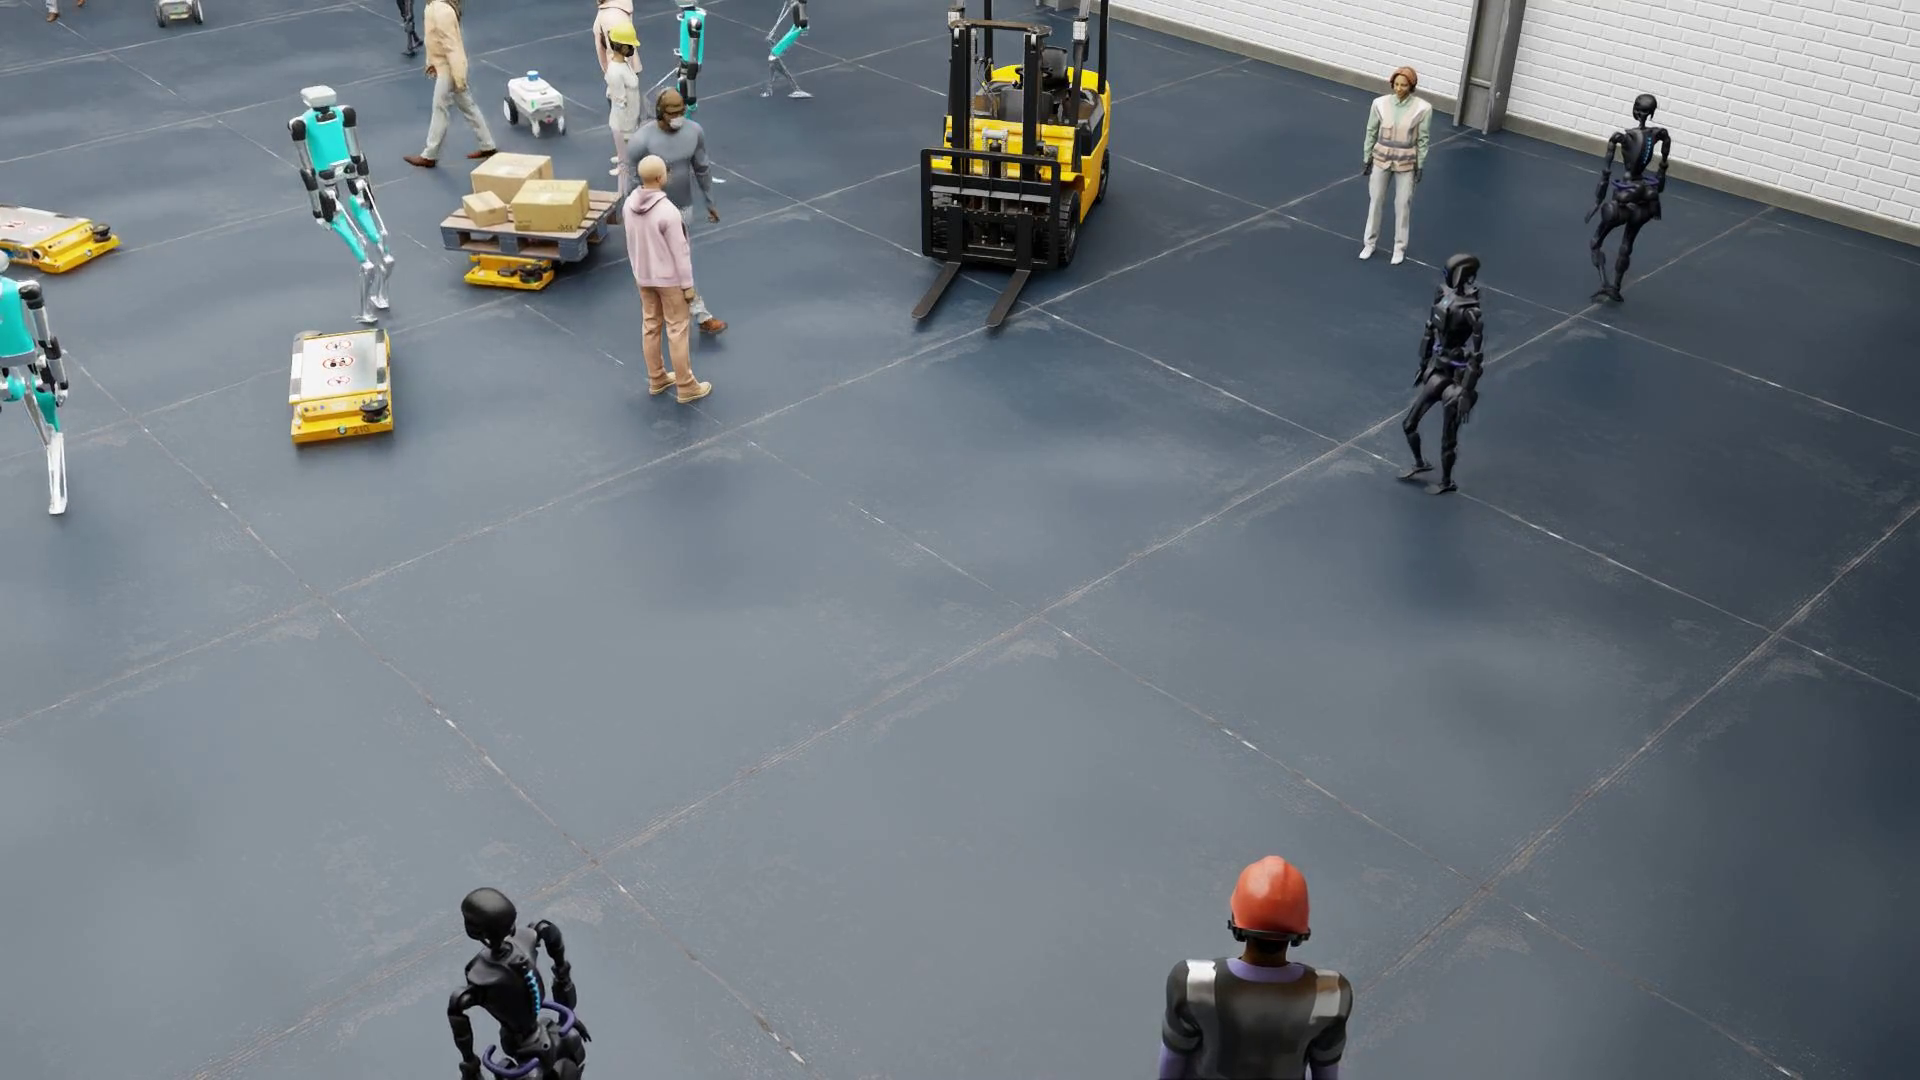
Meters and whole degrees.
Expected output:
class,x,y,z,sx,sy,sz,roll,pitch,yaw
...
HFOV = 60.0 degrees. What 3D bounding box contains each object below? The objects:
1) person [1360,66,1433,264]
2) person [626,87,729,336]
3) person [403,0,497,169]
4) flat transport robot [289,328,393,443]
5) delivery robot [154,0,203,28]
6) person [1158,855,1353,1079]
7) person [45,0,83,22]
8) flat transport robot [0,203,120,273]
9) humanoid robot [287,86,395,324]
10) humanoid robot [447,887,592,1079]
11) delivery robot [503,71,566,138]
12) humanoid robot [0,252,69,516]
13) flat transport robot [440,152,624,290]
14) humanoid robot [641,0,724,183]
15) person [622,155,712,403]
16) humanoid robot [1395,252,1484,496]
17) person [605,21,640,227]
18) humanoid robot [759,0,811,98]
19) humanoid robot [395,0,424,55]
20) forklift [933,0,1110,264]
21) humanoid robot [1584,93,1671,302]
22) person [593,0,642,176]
class,x,y,z,sx,sy,sz,roll,pitch,yaw
person,3.563,-3.083,13.660,0.517,1.633,0.312,14,36,21
person,-2.082,-2.451,12.451,0.976,1.888,0.650,25,40,33
person,-4.864,-4.393,15.504,0.894,1.835,0.572,-11,35,-17
flat transport robot,-4.433,-1.143,11.929,0.659,0.231,1.431,-9,34,-14
delivery robot,-9.334,-6.462,19.834,0.499,0.585,0.772,-10,34,-15
person,0.963,1.881,5.673,0.598,2.035,0.398,1,33,2
person,-10.857,-7.062,19.770,0.470,1.628,0.658,-1,33,-2
flat transport robot,-7.946,-2.566,14.117,1.431,0.231,0.659,12,35,18
humanoid robot,-4.599,-2.525,12.700,0.774,1.776,0.548,24,40,32
humanoid robot,-1.534,1.902,6.005,0.765,1.637,0.611,17,37,24
delivery robot,-4.247,-4.403,16.649,0.499,0.564,0.737,-19,37,-26
humanoid robot,-5.902,-1.075,10.523,0.544,1.770,1.036,-11,35,-17
flat transport robot,-3.547,-2.486,13.995,0.659,0.231,1.431,7,34,11
humanoid robot,-2.624,-4.068,15.096,0.811,1.795,0.543,-6,34,-10
person,-2.071,-1.795,11.543,0.520,1.784,0.402,20,38,27
humanoid robot,3.062,-1.019,10.457,0.450,1.645,0.609,-10,34,-16
person,-2.837,-3.555,14.271,0.324,1.760,0.523,-3,33,-4
humanoid robot,-1.857,-5.360,17.157,0.793,1.880,0.558,-3,33,-5
humanoid robot,-6.260,-6.246,18.497,0.596,1.634,0.692,9,34,13
forklift,0.570,-3.725,14.138,1.214,2.155,2.313,9,34,13
humanoid robot,5.220,-2.643,12.942,0.613,1.642,0.375,-7,34,-10
person,-3.137,-4.301,15.326,0.420,1.860,0.808,-3,33,-4
